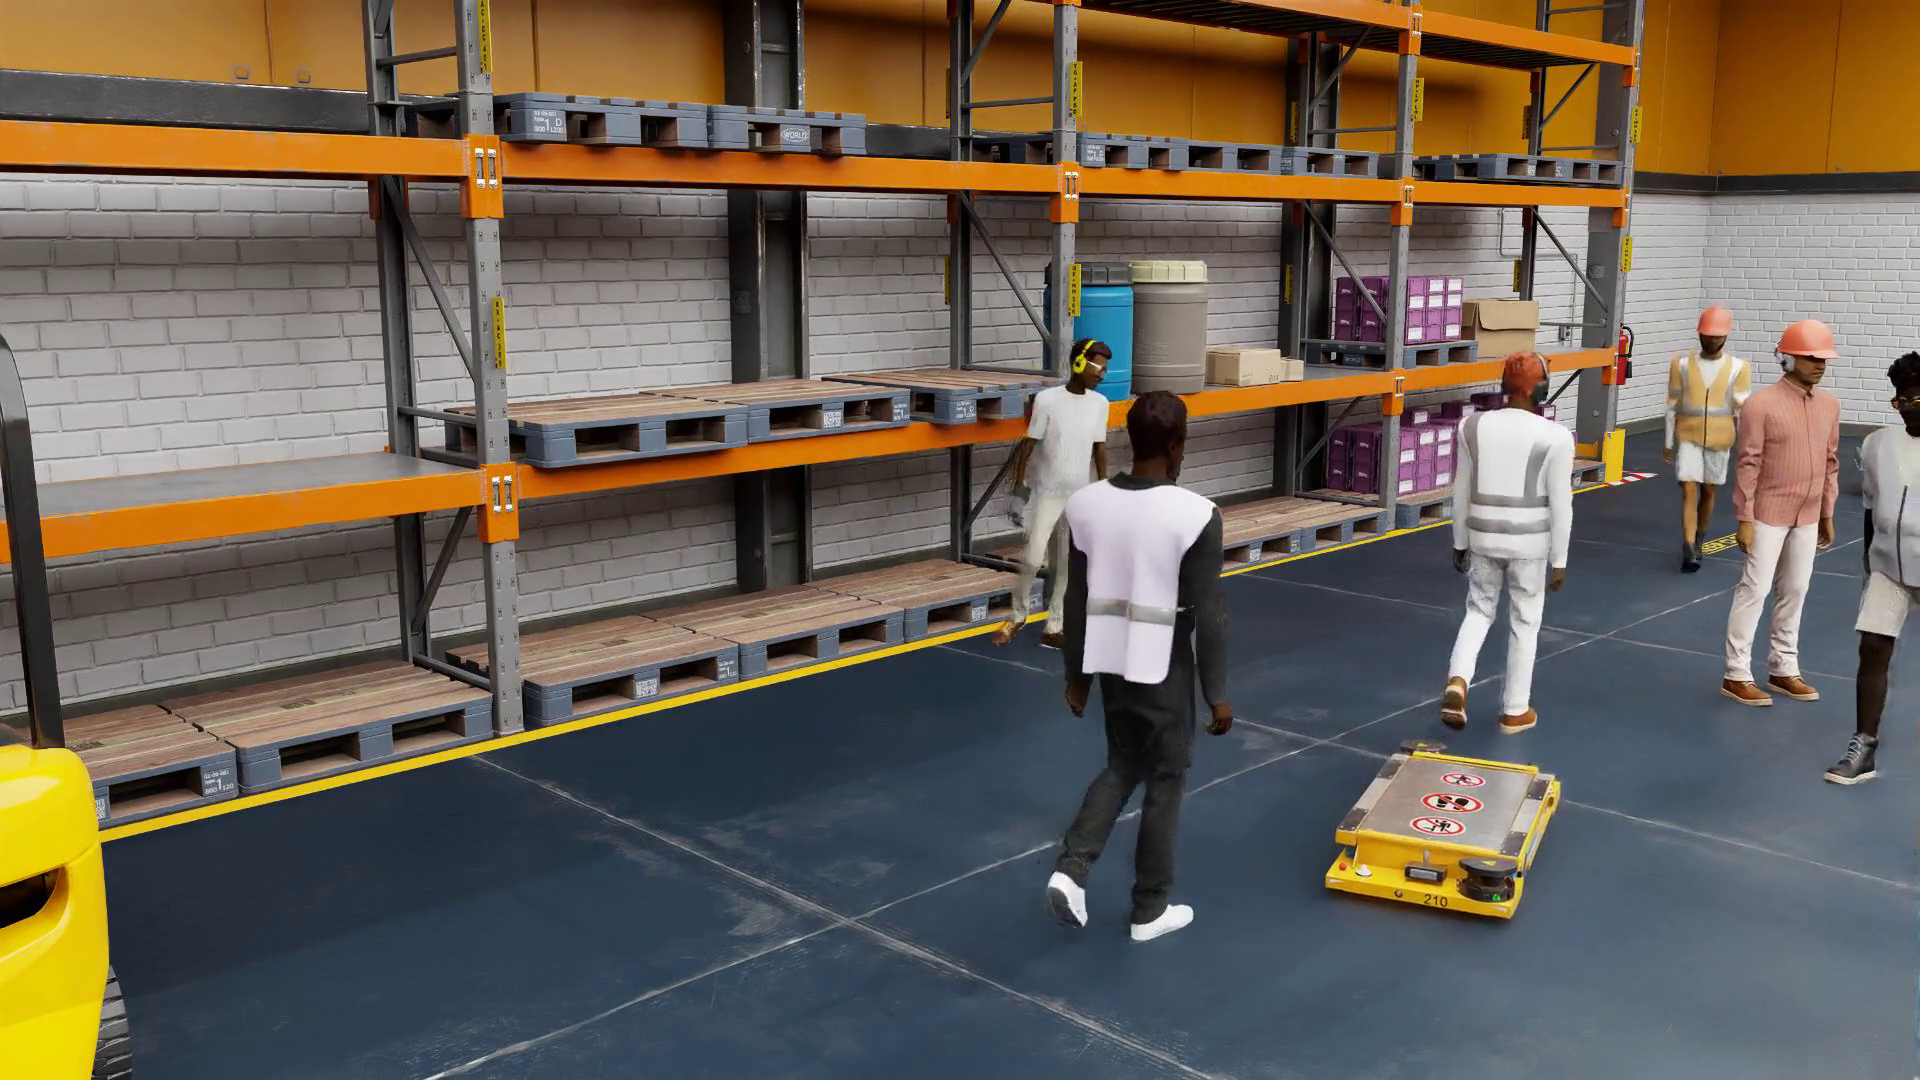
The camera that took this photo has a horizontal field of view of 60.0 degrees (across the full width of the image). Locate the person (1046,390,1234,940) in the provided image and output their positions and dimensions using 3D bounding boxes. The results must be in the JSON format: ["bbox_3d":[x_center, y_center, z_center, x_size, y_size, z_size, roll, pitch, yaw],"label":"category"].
[{"bbox_3d":[0.595,0.450,5.578,0.595,1.899,0.506,10,14,44],"label":"person"}]

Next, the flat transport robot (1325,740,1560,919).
[{"bbox_3d":[1.927,1.093,6.513,0.652,0.197,1.431,5,12,26],"label":"flat transport robot"}]

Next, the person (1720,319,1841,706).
[{"bbox_3d":[4.246,-0.134,8.534,0.617,1.985,0.408,-4,11,-19],"label":"person"}]

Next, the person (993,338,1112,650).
[{"bbox_3d":[0.544,-0.259,9.648,0.592,1.827,0.632,-5,12,-25],"label":"person"}]

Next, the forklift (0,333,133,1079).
[{"bbox_3d":[-3.289,0.485,4.582,1.214,2.155,2.313,-10,14,-44],"label":"forklift"}]

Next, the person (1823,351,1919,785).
[{"bbox_3d":[4.316,0.110,7.388,0.996,1.920,0.634,-6,12,-32],"label":"person"}]

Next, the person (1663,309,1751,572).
[{"bbox_3d":[5.395,-0.722,12.022,0.560,1.877,1.012,4,11,22],"label":"person"}]

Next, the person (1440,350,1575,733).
[{"bbox_3d":[2.592,0.035,7.900,0.598,1.873,0.645,9,13,39],"label":"person"}]
